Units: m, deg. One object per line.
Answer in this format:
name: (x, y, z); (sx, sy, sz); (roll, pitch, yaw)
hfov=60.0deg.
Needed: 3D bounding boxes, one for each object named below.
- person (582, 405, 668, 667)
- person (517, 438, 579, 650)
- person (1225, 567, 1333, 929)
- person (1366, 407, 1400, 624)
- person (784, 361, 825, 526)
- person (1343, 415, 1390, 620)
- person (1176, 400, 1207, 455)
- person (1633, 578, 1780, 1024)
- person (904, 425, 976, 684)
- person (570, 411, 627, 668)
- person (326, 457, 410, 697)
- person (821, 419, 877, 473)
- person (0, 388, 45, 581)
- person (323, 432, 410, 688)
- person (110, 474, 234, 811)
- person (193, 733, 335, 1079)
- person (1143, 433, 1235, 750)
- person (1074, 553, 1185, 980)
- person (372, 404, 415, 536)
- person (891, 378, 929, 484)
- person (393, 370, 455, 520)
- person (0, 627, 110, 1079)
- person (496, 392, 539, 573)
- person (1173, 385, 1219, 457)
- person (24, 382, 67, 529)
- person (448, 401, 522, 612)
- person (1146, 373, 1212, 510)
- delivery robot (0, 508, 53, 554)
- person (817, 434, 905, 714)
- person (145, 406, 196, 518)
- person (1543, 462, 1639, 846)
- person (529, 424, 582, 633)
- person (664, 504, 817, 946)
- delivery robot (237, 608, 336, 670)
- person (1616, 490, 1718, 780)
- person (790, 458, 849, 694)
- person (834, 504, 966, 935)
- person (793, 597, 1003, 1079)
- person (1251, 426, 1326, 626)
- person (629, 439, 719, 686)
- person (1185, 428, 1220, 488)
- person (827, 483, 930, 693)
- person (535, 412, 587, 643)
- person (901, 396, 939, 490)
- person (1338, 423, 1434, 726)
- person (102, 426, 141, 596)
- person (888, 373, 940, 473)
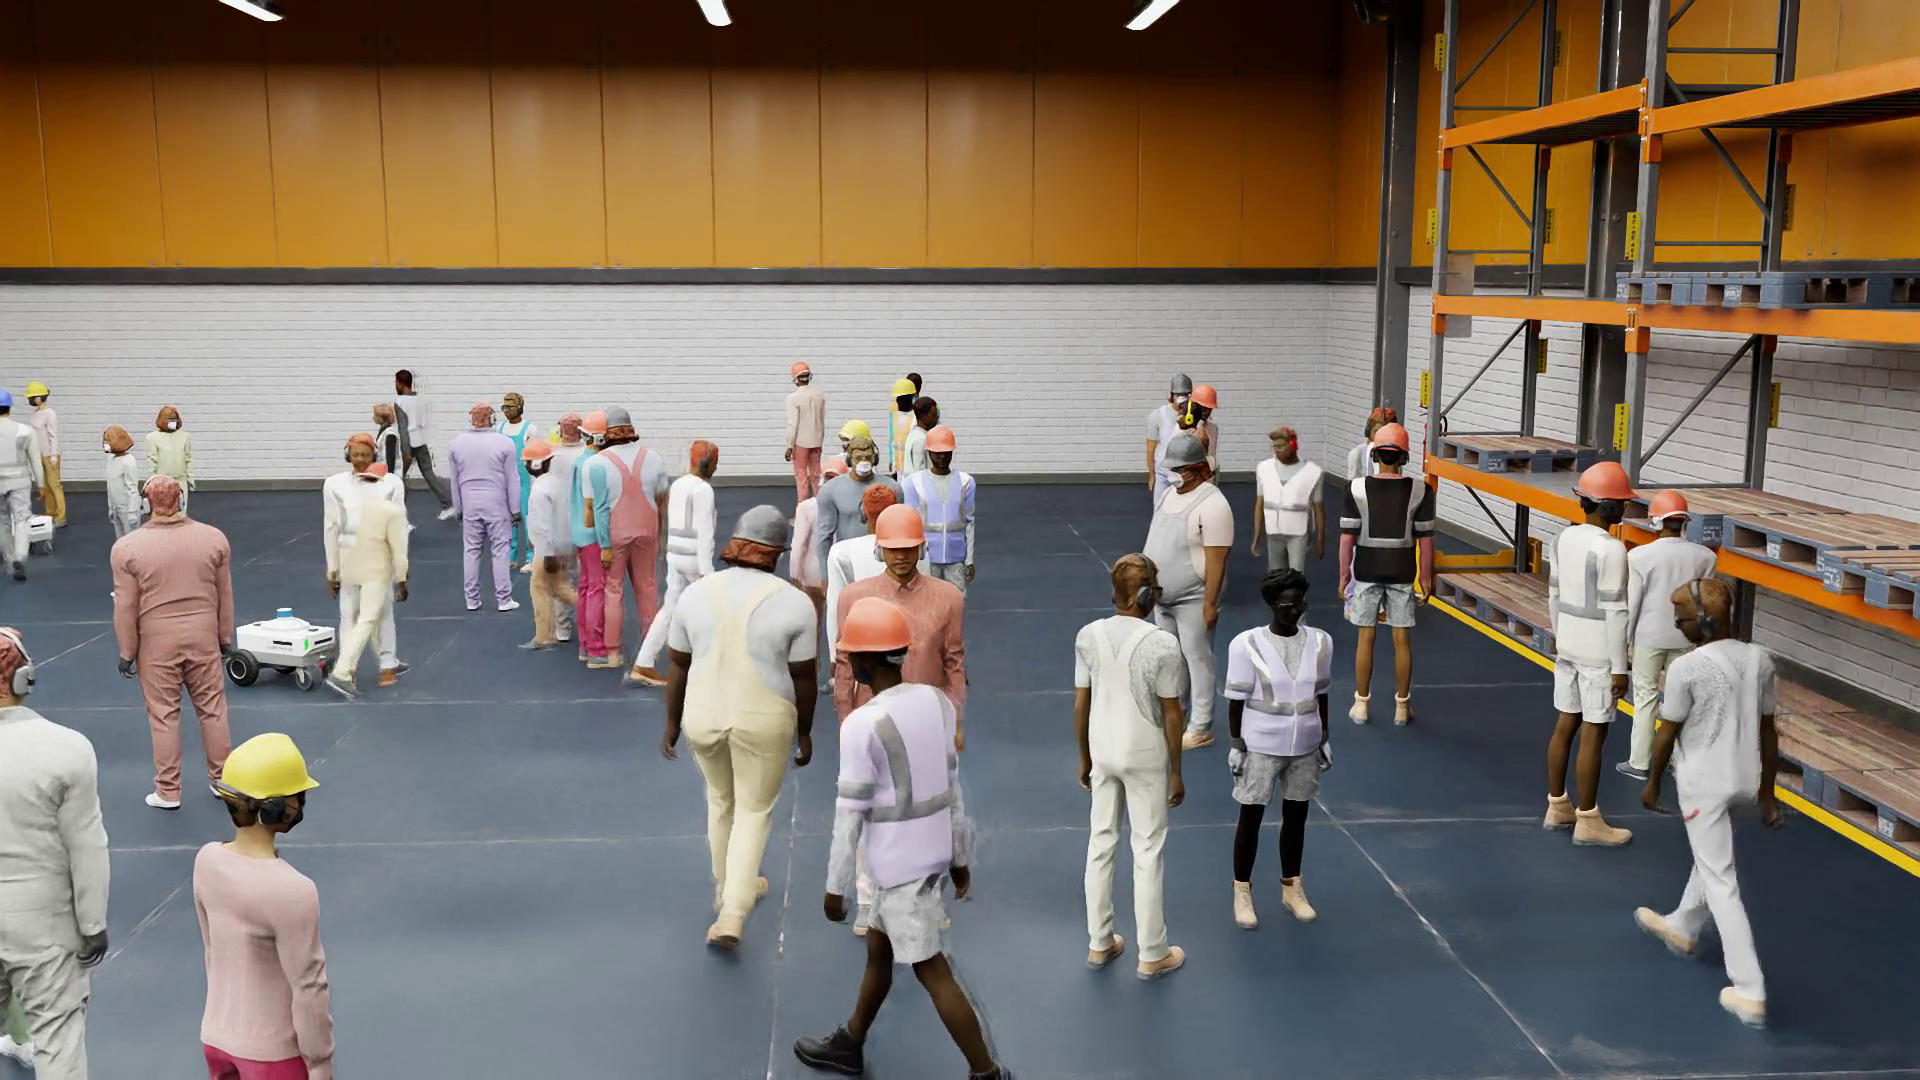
person: (-2.639, -0.043, 12.928); (0.675, 2.000, 0.536); (-6, 11, -33)
person: (-3.235, 0.038, 13.412); (0.634, 1.729, 0.573); (0, 9, 0)
person: (1.486, 0.956, 7.728); (0.542, 1.695, 0.316); (-2, 9, -14)
person: (3.657, -0.213, 14.496); (0.356, 1.882, 0.574); (0, 9, 0)
person: (-1.880, -1.157, 20.089); (0.392, 1.988, 0.608); (7, 12, 39)
person: (3.592, -0.198, 14.540); (0.517, 1.836, 0.341); (-6, 11, -34)
person: (2.149, -0.368, 15.507); (0.310, 1.868, 0.533); (1, 9, 9)
person: (3.135, 1.039, 6.974); (0.519, 1.784, 0.905); (-4, 10, -21)
person: (-0.141, 0.119, 12.233); (0.545, 1.938, 0.358); (-2, 9, -13)
person: (-2.801, -0.007, 12.881); (0.407, 1.987, 0.615); (-4, 10, -26)
person: (-4.344, 0.246, 12.167); (0.589, 1.707, 0.907); (4, 10, 25)
person: (-0.892, -0.099, 13.963); (0.592, 1.822, 0.404); (8, 12, 40)
person: (-9.458, -0.547, 16.528); (0.626, 1.919, 0.879); (-4, 10, -23)
person: (-4.363, 0.146, 12.245); (0.579, 1.882, 0.376); (-3, 10, -19)
person: (-4.466, 0.577, 9.461); (0.643, 1.908, 0.400); (-8, 12, -41)
person: (-1.940, 1.409, 4.706); (0.517, 1.757, 0.335); (6, 11, 33)
person: (1.425, 0.311, 10.703); (0.535, 2.000, 0.680); (-4, 10, -24)
person: (0.733, 0.973, 7.187); (0.505, 1.838, 0.348); (6, 11, 33)
person: (-6.272, -0.688, 18.247); (0.388, 1.623, 0.536); (-5, 11, -31)
person: (-0.559, -0.796, 18.069); (0.400, 1.915, 0.586); (-7, 12, -39)
person: (-6.711, -1.165, 20.516); (0.990, 1.877, 0.586); (4, 10, 21)
person: (-3.097, 1.223, 5.438); (0.633, 1.899, 0.401); (-1, 9, -8)
person: (-4.508, -0.580, 16.910); (0.507, 1.846, 0.346); (3, 10, 19)
person: (2.295, -0.503, 15.993); (0.623, 1.981, 0.406); (-9, 12, -43)
person: (-10.941, -1.006, 19.869); (0.528, 1.760, 0.334); (6, 11, 35)
person: (-4.262, -0.301, 15.013); (0.643, 1.901, 0.395); (1, 9, 7)
person: (2.238, -0.674, 16.891); (0.678, 2.000, 0.536); (0, 9, -2)
delivery robot: (-10.060, -0.113, 17.726); (0.477, 0.478, 0.707); (3, 10, 20)
person: (-0.677, 0.232, 11.520); (0.637, 1.938, 0.355); (-3, 10, -20)
person: (-8.455, -0.621, 17.838); (0.289, 1.632, 0.497); (7, 11, 35)
person: (3.383, 0.599, 8.883); (0.379, 2.045, 0.605); (-2, 9, -12)
person: (-3.337, -0.114, 14.146); (0.634, 1.795, 0.660); (0, 9, 1)
person: (-1.016, 0.806, 7.598); (0.743, 2.000, 0.855); (3, 9, 16)
delivery robot: (-4.986, 0.749, 12.312); (0.707, 0.478, 0.477); (4, 10, 21)
person: (4.219, 0.569, 9.989); (0.570, 1.749, 0.334); (-1, 9, -4)
person: (-0.973, 0.255, 12.168); (0.600, 1.685, 0.767); (-3, 10, -18)
person: (-0.271, 0.820, 7.652); (0.613, 1.994, 0.382); (-2, 9, -10)
person: (-0.190, 1.145, 5.993); (1.010, 1.881, 0.555); (6, 11, 31)
person: (2.732, -0.041, 13.663); (0.589, 1.811, 0.738); (6, 11, 34)
person: (-2.006, 0.170, 12.295); (1.015, 1.827, 0.648); (-7, 12, -39)
person: (2.166, -0.209, 15.228); (0.510, 1.640, 0.308); (-7, 11, -37)
person: (-0.441, 0.623, 9.227); (0.586, 1.886, 0.343); (0, 9, 2)
person: (-3.176, -0.101, 13.737); (0.639, 1.902, 0.409); (-2, 9, -15)
person: (-0.377, -0.371, 15.381); (0.377, 1.915, 0.594); (0, 9, -3)
person: (2.861, 0.230, 11.206); (0.616, 2.041, 0.382); (2, 9, 11)
person: (-7.827, -0.256, 15.577); (0.493, 1.625, 0.280); (8, 12, 42)
person: (-0.517, -0.947, 18.990); (0.599, 1.915, 0.376); (-1, 9, -9)
